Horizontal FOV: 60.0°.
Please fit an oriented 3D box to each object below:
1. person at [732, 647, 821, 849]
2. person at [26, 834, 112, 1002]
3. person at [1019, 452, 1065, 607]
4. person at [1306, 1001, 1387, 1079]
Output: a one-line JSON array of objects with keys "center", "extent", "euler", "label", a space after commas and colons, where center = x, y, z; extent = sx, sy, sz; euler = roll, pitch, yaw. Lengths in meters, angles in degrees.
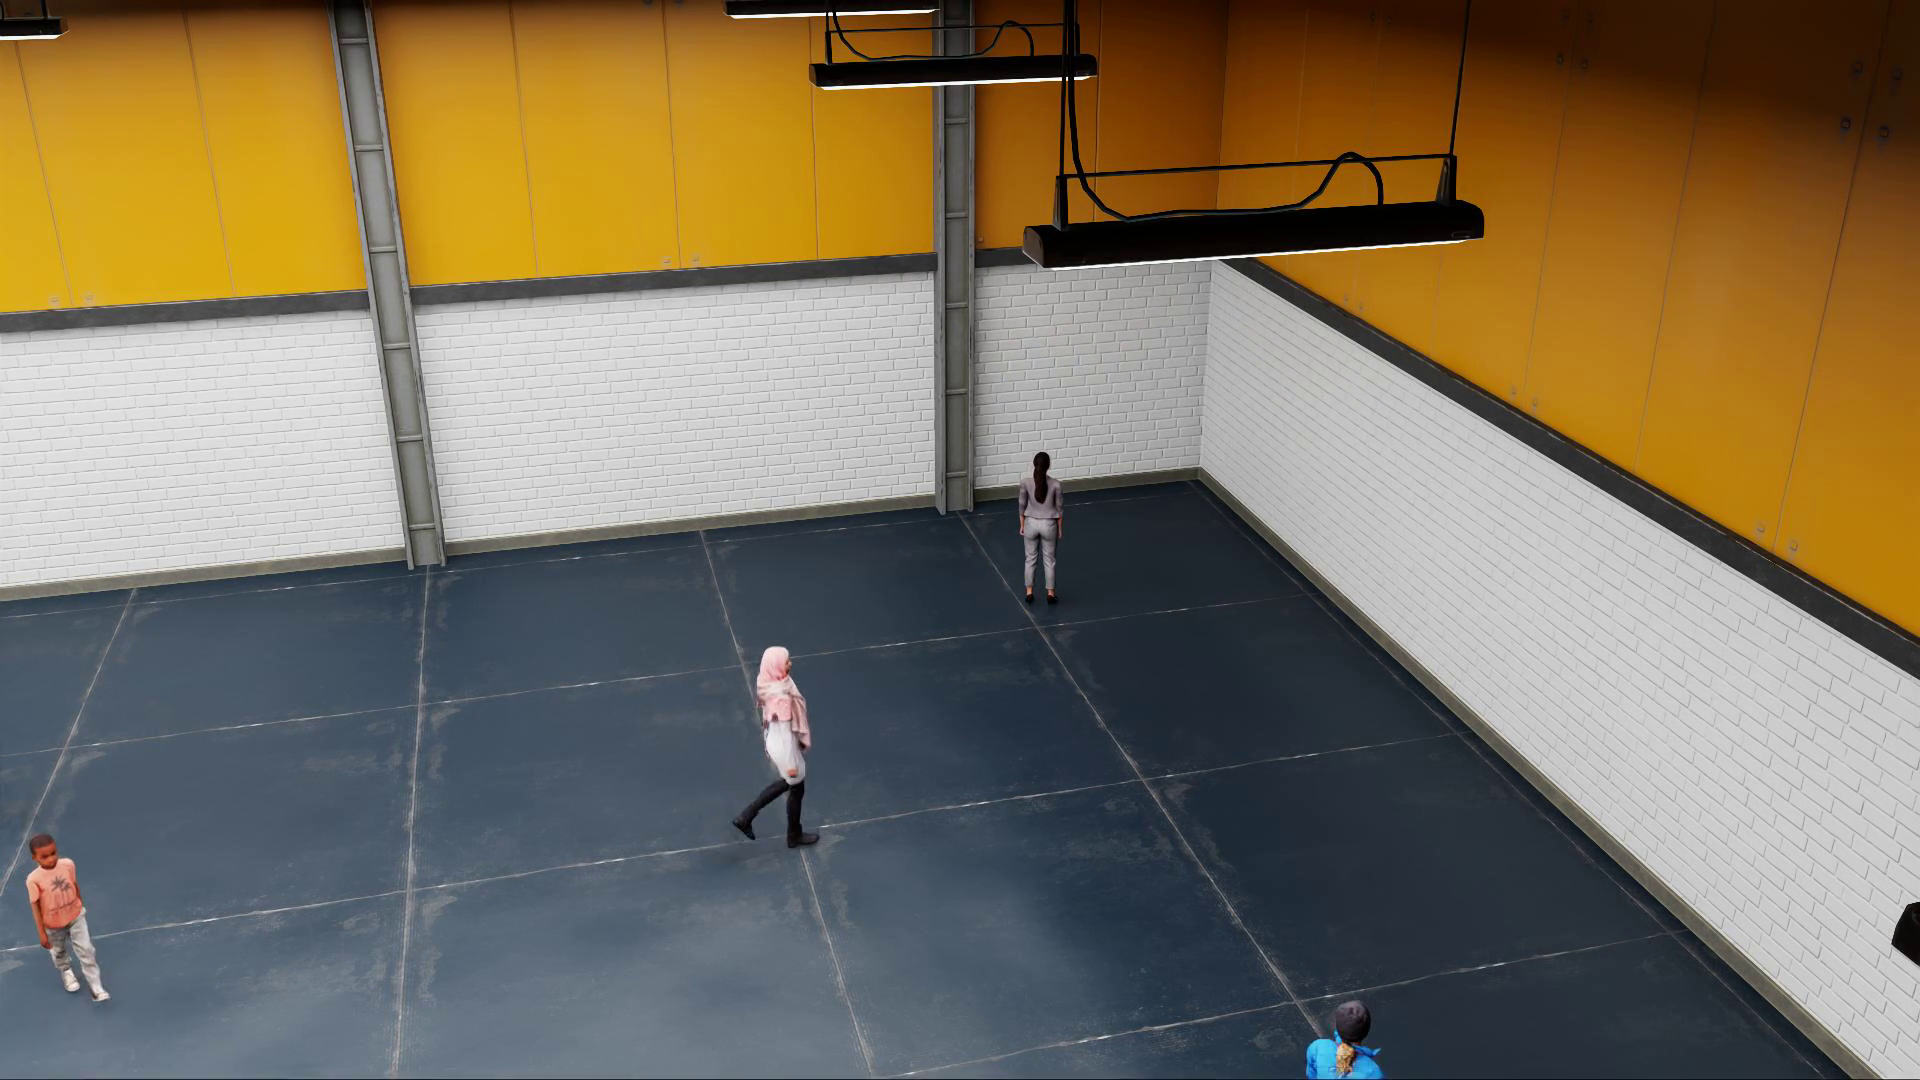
[{"center": [-1.440, 1.651, 12.854], "extent": [0.936, 1.789, 0.680], "euler": [-9, 25, -19], "label": "person"}, {"center": [-6.197, 2.557, 11.412], "extent": [0.878, 1.283, 0.797], "euler": [-20, 31, -39], "label": "person"}, {"center": [0.827, -0.111, 17.023], "extent": [0.668, 1.678, 0.772], "euler": [4, 24, 10], "label": "person"}, {"center": [2.015, 3.321, 9.045], "extent": [0.930, 1.779, 1.038], "euler": [19, 30, 37], "label": "person"}]
